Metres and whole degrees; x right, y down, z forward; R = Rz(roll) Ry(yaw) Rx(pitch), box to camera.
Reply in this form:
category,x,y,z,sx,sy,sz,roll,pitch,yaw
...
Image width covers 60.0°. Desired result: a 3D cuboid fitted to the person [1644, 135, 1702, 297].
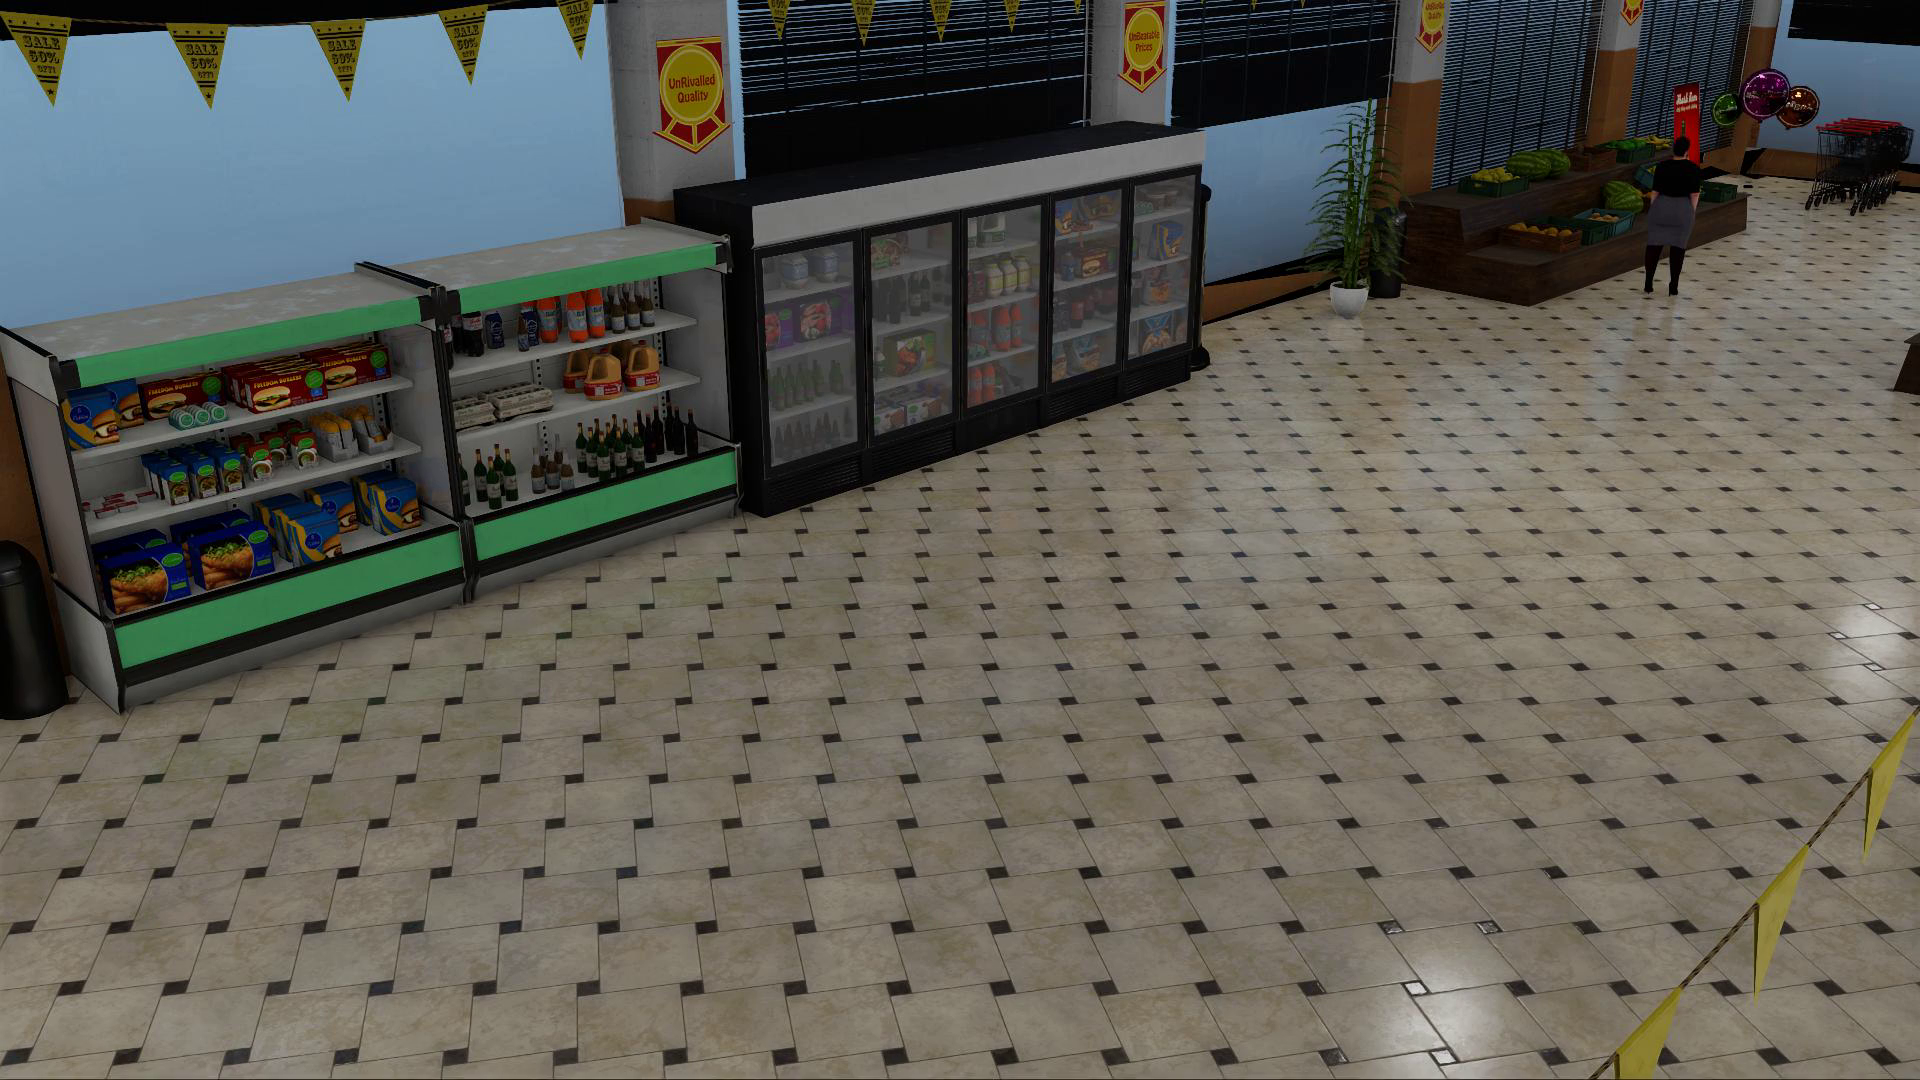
category,x,y,z,sx,sy,sz,roll,pitch,yaw
person,7.912,-3.607,18.491,0.710,1.760,0.677,14,26,31
